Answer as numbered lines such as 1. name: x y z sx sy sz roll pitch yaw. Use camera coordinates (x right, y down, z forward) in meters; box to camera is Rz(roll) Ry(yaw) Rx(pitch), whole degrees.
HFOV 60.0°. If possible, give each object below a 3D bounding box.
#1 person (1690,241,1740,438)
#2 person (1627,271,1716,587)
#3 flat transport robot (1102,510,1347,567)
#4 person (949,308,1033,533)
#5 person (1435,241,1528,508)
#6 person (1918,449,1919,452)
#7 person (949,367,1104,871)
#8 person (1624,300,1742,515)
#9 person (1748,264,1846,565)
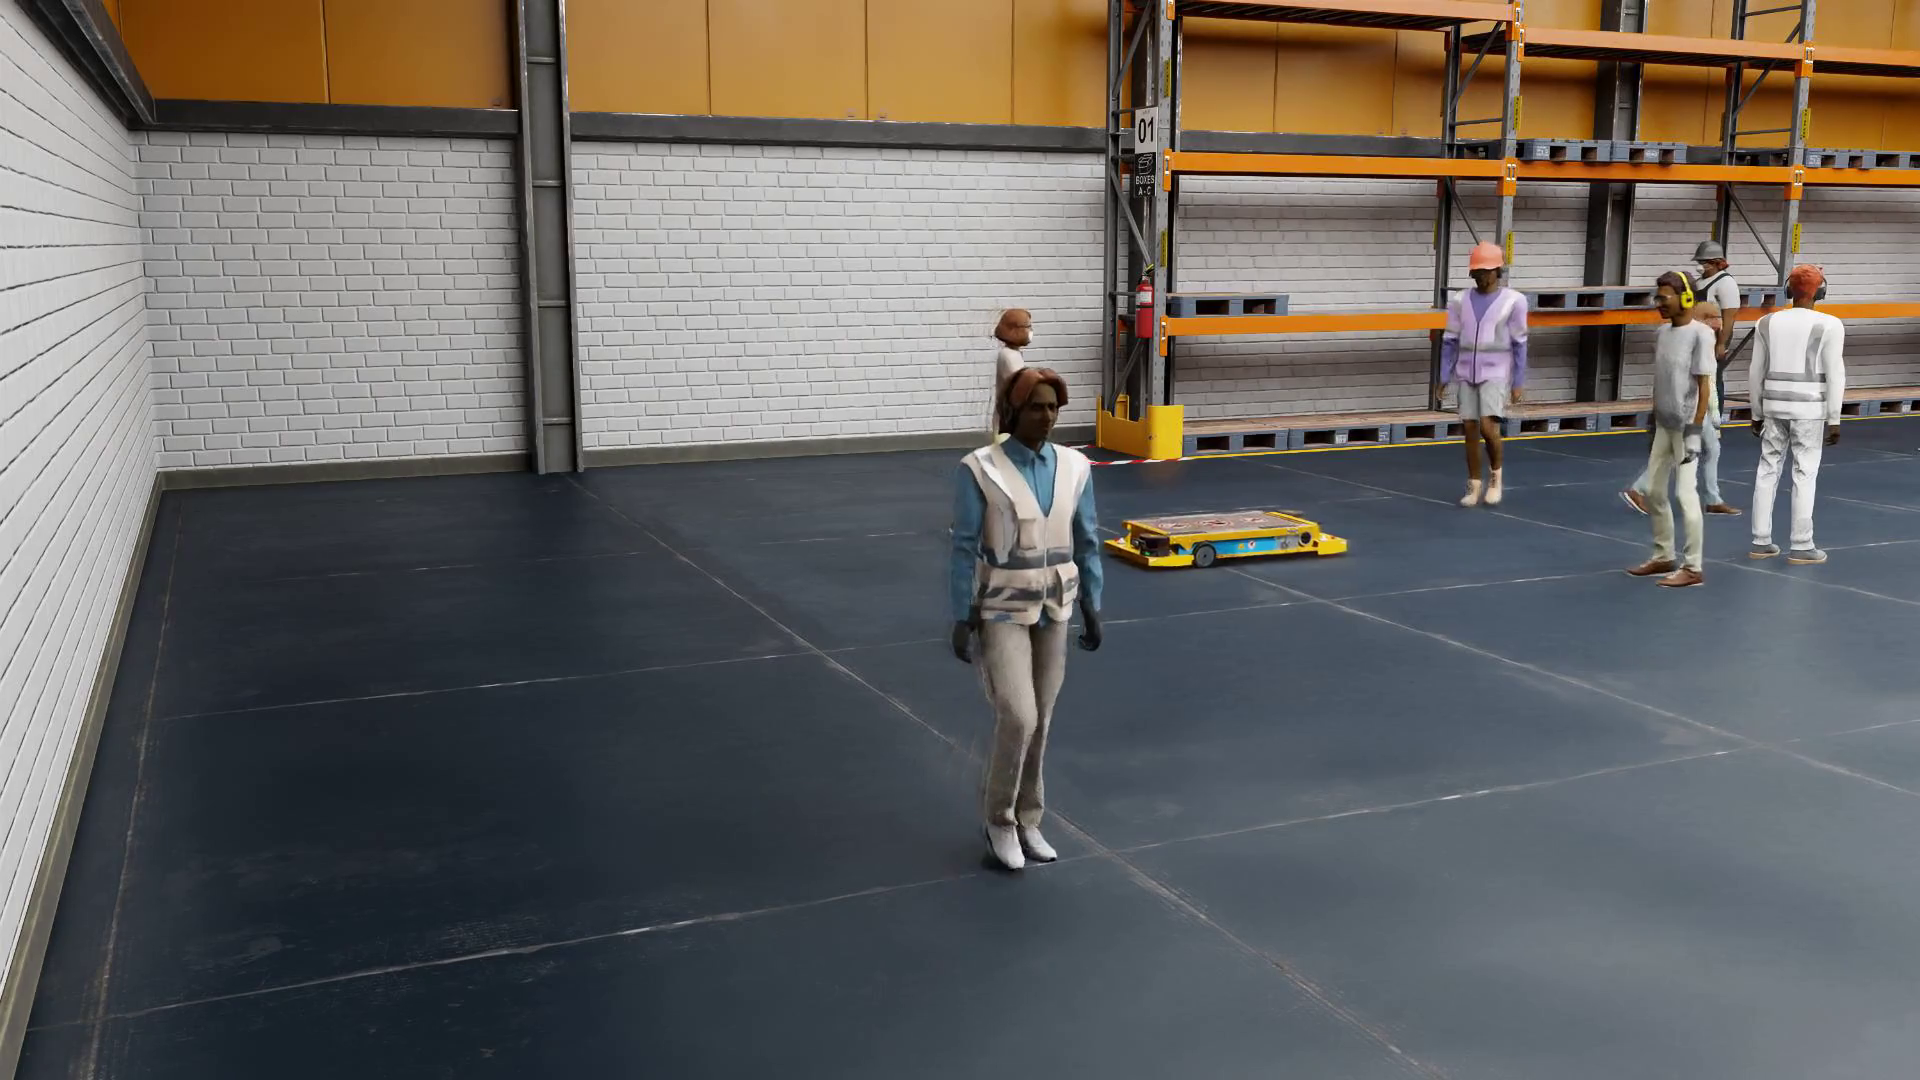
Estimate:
1. person: 7.680 -2.073 17.209 0.536 2.000 0.688 -1 10 -5
2. person: 4.231 -0.644 9.788 0.333 1.857 0.583 -2 10 -12
3. flat transport robot: 1.700 -0.022 10.710 1.431 0.197 0.652 -4 11 -21
4. person: 0.344 -0.772 11.237 0.884 1.586 0.504 2 10 8
5. person: 3.934 -1.232 12.578 0.605 2.019 0.449 9 13 41
6. person: 9.579 -1.648 16.009 0.588 1.617 0.522 -5 11 -28
7. person: 0.241 0.260 5.341 0.538 1.623 0.433 -6 12 -32
8. person: 5.375 -0.969 12.290 0.806 1.600 0.499 3 11 16
9. person: 5.268 -0.788 10.486 0.347 1.884 0.584 -7 12 -35
